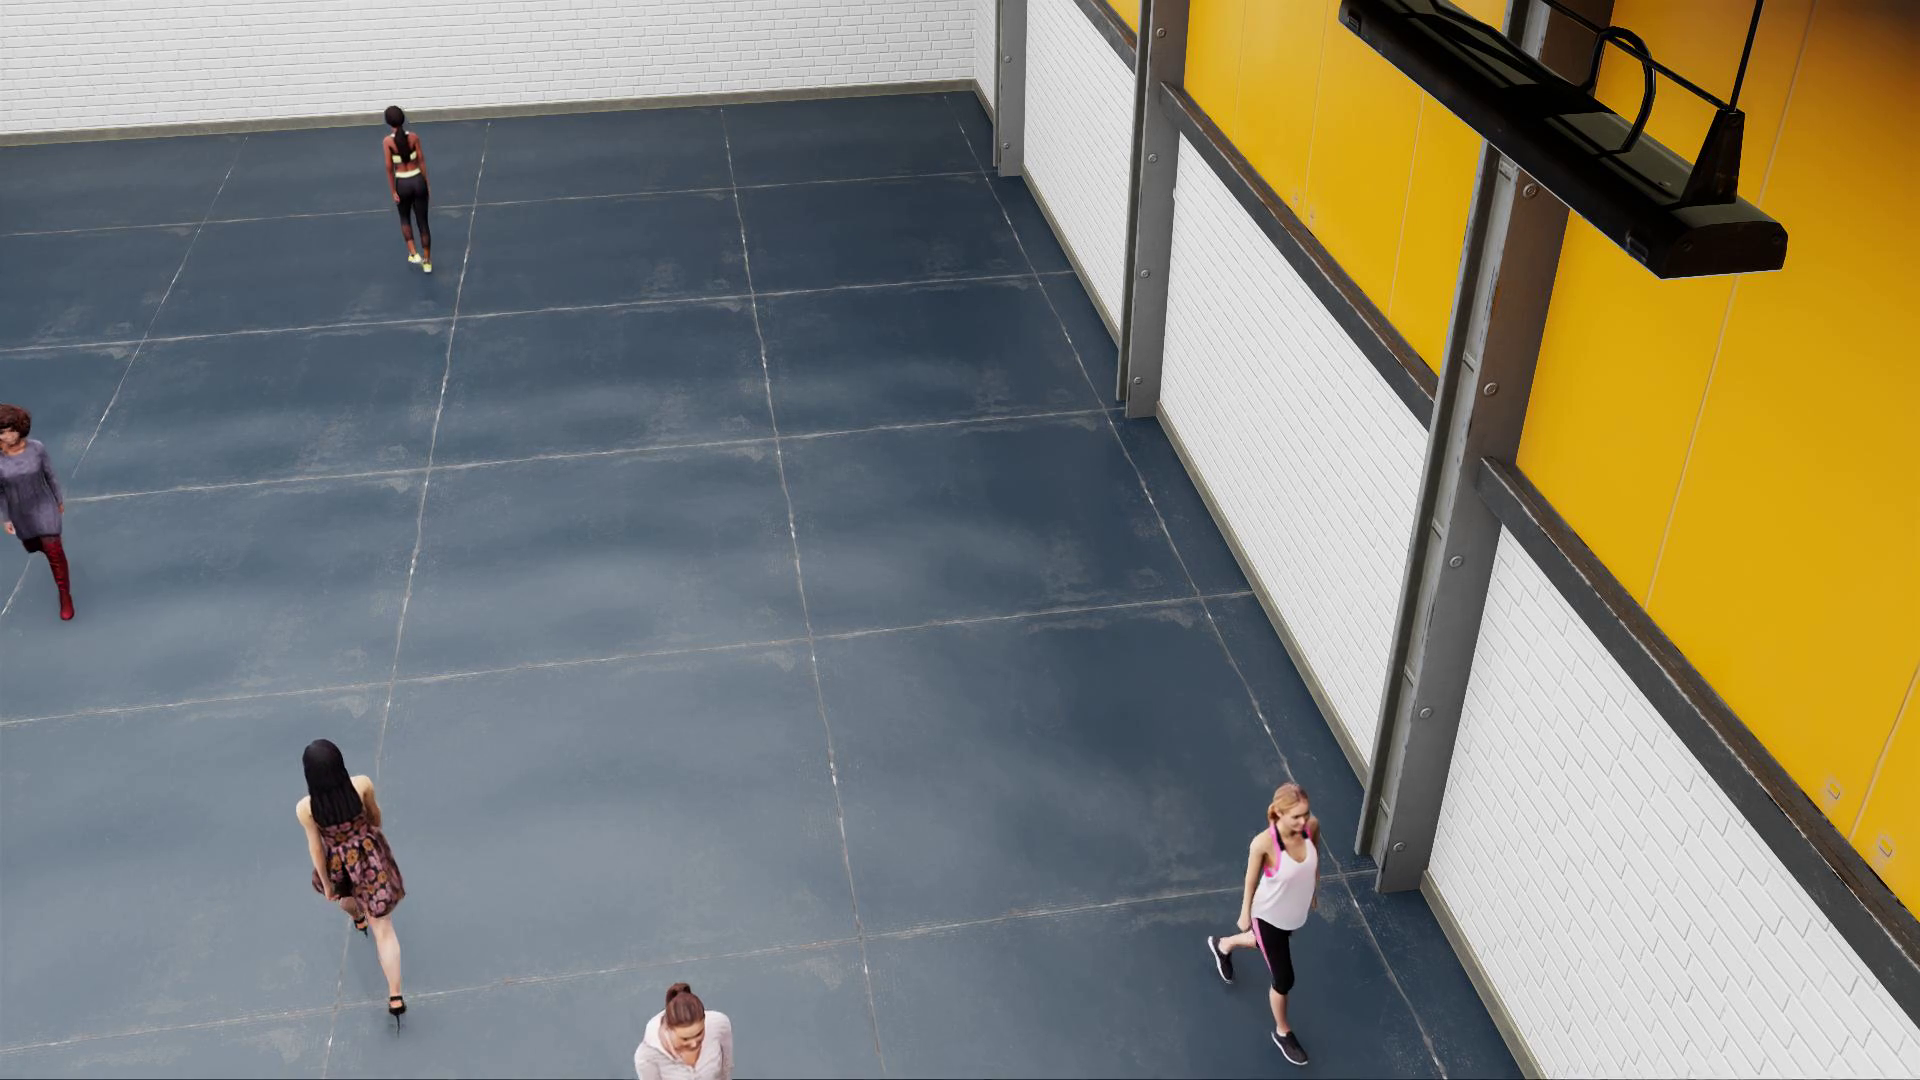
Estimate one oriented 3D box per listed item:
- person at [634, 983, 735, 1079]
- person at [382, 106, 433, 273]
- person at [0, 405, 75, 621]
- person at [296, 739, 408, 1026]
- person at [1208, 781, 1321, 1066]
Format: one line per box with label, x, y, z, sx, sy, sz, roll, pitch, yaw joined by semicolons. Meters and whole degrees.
person;-1.329;2.660;7.947;0.800;1.640;1.107;-15;36;-21
person;-5.688;-3.607;17.288;0.633;1.737;0.705;-14;36;-20
person;-6.855;-0.251;12.287;0.776;1.684;1.123;-13;36;-19
person;-3.253;1.862;9.078;0.874;1.716;1.286;-17;37;-24
person;1.656;1.941;8.925;0.884;1.754;1.192;-18;38;-25
